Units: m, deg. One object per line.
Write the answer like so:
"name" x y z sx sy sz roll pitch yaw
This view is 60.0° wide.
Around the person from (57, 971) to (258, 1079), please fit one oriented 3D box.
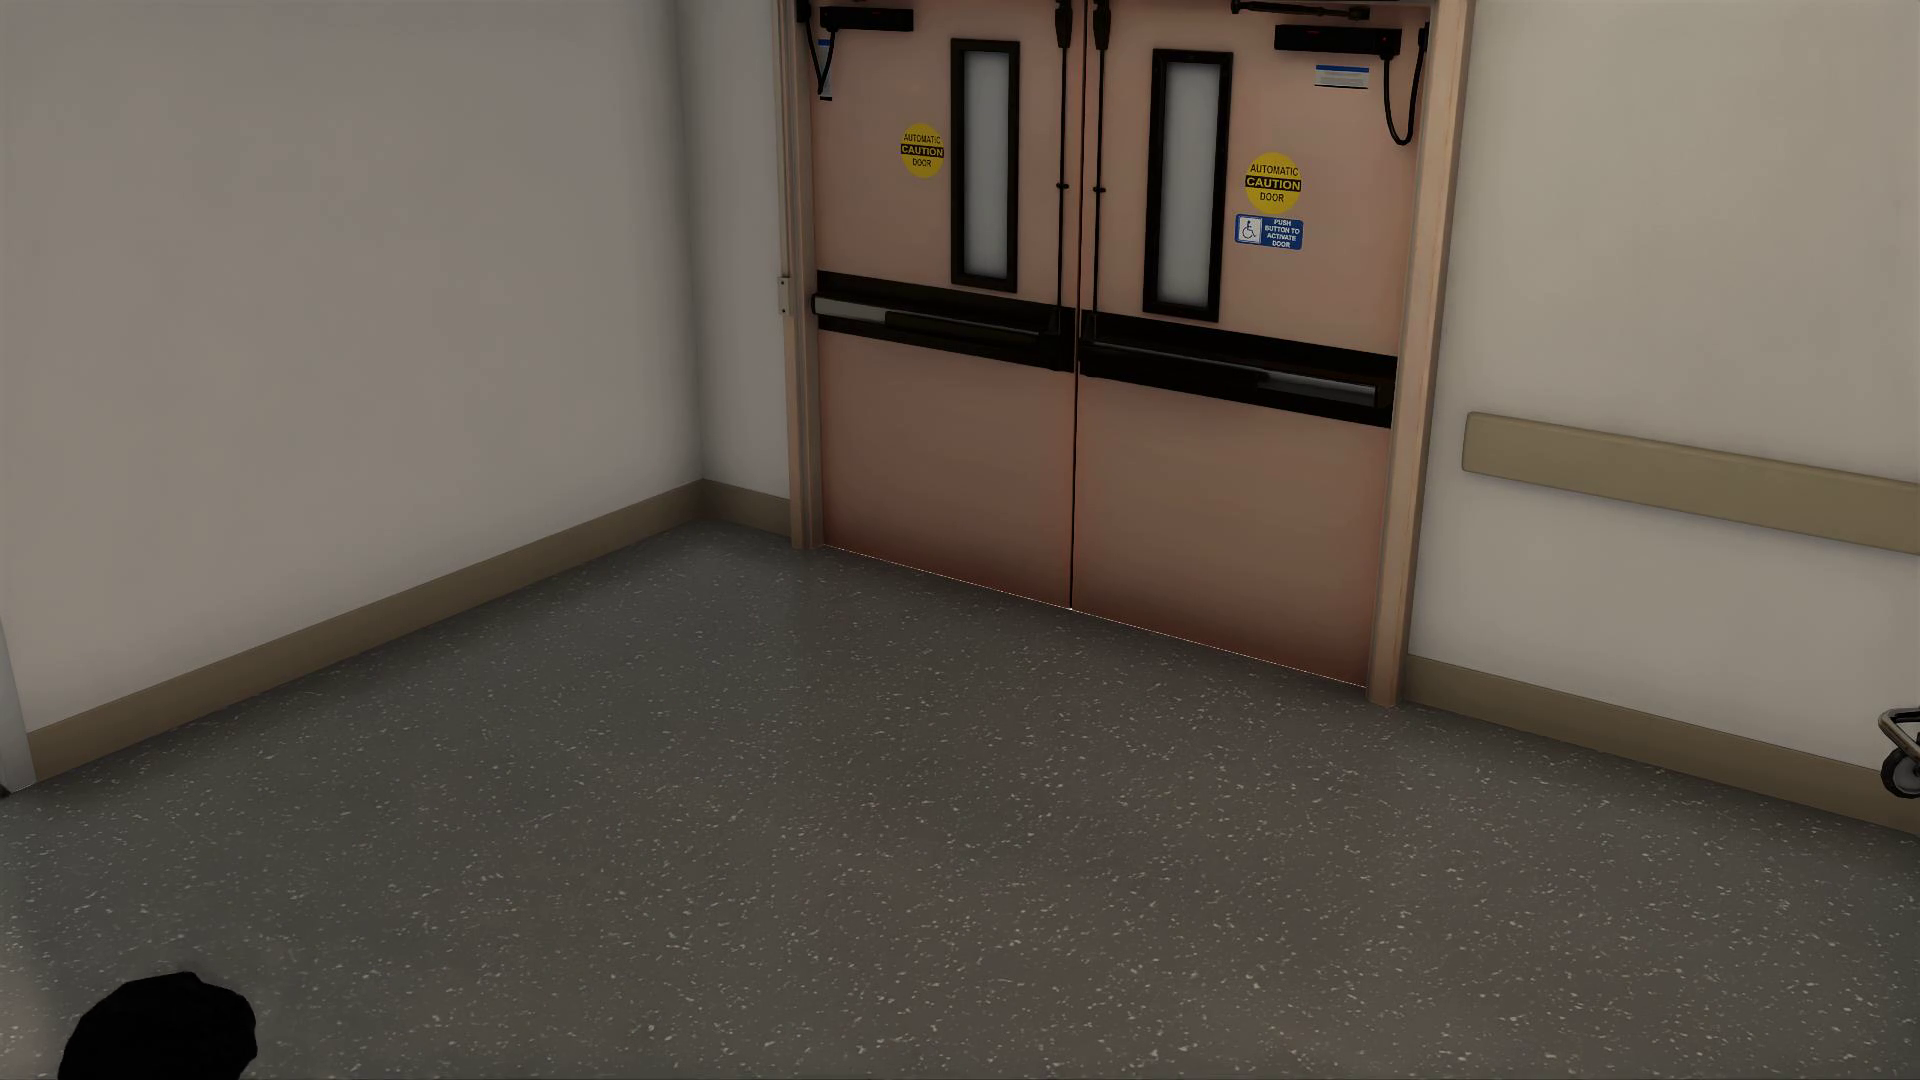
"person" -0.948 1.084 2.180 0.780 1.210 0.899 0 21 0
